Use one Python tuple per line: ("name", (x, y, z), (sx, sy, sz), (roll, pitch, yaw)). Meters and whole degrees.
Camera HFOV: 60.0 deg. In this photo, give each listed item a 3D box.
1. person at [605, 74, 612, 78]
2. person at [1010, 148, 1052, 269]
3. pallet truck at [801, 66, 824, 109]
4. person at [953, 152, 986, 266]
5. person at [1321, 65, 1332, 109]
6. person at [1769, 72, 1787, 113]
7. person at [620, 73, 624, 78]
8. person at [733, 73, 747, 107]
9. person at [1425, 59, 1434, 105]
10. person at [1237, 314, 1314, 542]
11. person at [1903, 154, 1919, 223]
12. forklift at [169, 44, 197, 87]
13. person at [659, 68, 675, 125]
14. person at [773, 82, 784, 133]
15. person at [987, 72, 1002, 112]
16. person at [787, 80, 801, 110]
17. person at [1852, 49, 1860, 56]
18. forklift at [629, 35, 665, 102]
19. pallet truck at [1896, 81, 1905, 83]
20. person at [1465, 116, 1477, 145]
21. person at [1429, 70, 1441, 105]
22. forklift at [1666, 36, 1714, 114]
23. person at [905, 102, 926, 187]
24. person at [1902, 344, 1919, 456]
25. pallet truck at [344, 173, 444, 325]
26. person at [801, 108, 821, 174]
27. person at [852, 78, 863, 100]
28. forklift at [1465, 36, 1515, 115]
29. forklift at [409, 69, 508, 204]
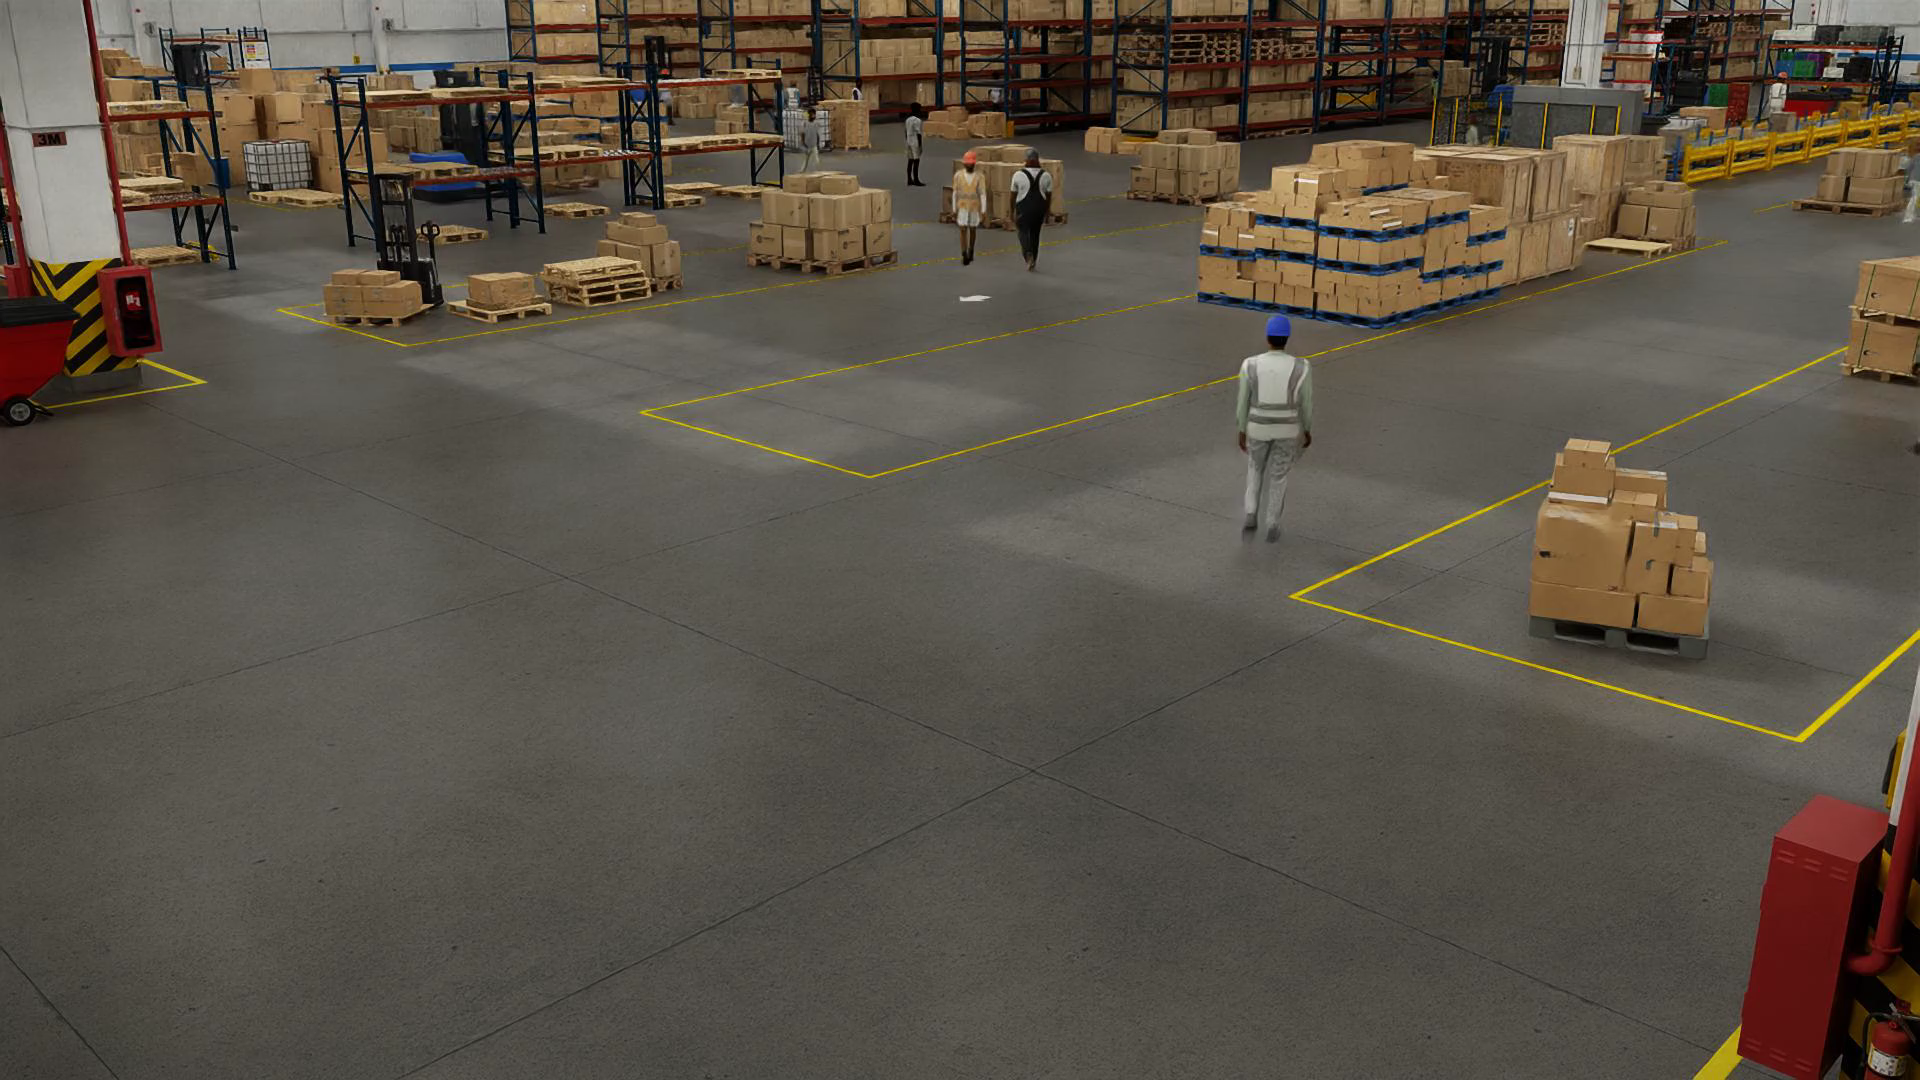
("person", (-11.199, -13.889, 53.155), (0.888, 1.901, 0.650), (6, 19, 17))
("person", (1.188, -5.546, 27.803), (0.687, 2.000, 0.844), (-4, 19, -11))
("pallet truck", (-4.812, -15.182, 56.903), (0.823, 1.965, 1.885), (-9, 21, -26))
("person", (0.151, -5.647, 28.359), (0.556, 1.883, 1.008), (0, 18, -1))
("person", (13.840, -16.952, 62.596), (0.524, 1.769, 0.314), (13, 22, 34))
("person", (25.566, -13.574, 52.002), (0.389, 2.034, 0.605), (-7, 20, -20))
("person", (-10.574, -13.656, 52.323), (0.391, 1.986, 0.609), (9, 20, 25))
("person", (-7.328, -14.377, 54.658), (1.013, 1.899, 0.643), (-6, 19, -19))
("person", (18.570, -17.938, 65.383), (0.765, 1.880, 0.651), (-16, 24, -40))
("person", (2.677, -0.947, 14.126), (0.630, 1.931, 0.467), (6, 19, 18))
("person", (19.330, -7.199, 33.458), (0.651, 1.603, 0.567), (-3, 19, -10))
("forklift", (-24.644, -14.331, 52.958), (1.129, 2.768, 1.873), (17, 25, 41))
("person", (-10.164, -15.254, 57.242), (0.724, 1.923, 0.555), (12, 22, 33))
("person", (-5.791, -14.017, 53.897), (0.720, 1.673, 0.536), (2, 19, 7))
("person", (1.264, -15.989, 59.883), (0.891, 1.649, 0.540), (-15, 24, -38))
("person", (-5.495, -14.362, 54.997), (0.520, 1.636, 0.312), (11, 21, 29))
("person", (40.202, -21.148, 74.882), (0.623, 1.992, 0.396), (-12, 22, -31))
("forklift", (-11.553, -17.681, 63.053), (1.129, 2.768, 1.873), (17, 25, 41))
("pallet truck", (34.802, -16.331, 61.455), (0.653, 1.274, 1.630), (17, 25, 41))
("person", (12.306, -9.364, 39.945), (0.541, 1.621, 0.517), (6, 19, 18))
("person", (17.297, -16.223, 60.520), (0.559, 1.680, 0.377), (-16, 24, -40))
("forklift", (27.341, -17.291, 61.877), (1.129, 2.768, 1.873), (17, 25, 41))
("person", (-1.077, -9.391, 39.503), (0.368, 1.965, 0.609), (-11, 21, -30))
("person", (9.816, -1.766, 16.699), (0.792, 1.851, 0.596), (-4, 19, -12))
("pallet truck", (-8.209, -4.181, 23.757), (0.823, 1.965, 1.885), (3, 19, 9))
("person", (-3.581, -9.403, 39.791), (0.523, 1.813, 1.013), (-10, 21, -27))
("person", (-3.162, -13.259, 51.242), (0.391, 1.914, 0.587), (2, 19, 7))
("forklift", (19.973, -17.201, 61.605), (1.873, 2.768, 1.129), (16, 24, 40))
("forklift", (-11.111, -8.910, 36.625), (1.129, 2.768, 1.873), (17, 25, 41))
